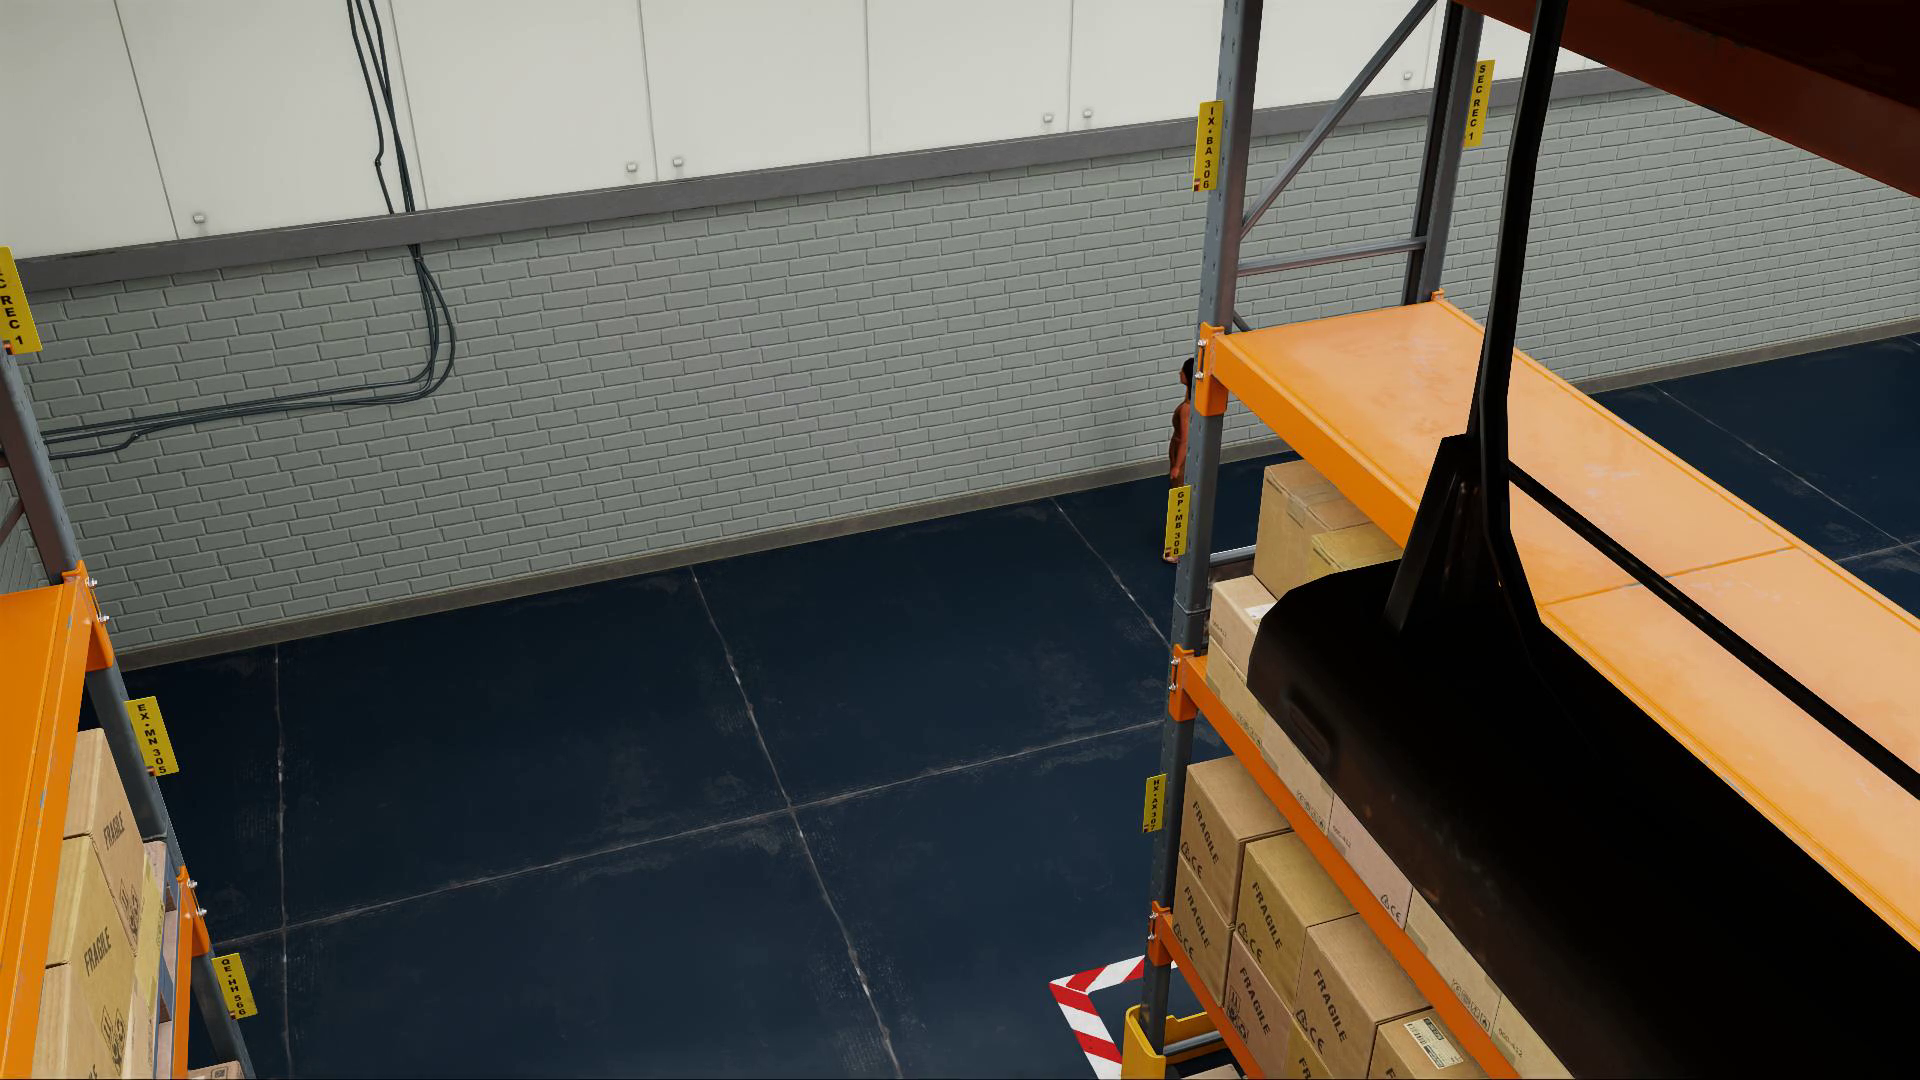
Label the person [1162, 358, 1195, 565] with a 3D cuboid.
[{"bbox_3d":[1.705,-0.598,12.433,0.697,1.690,0.627,12,34,18],"label":"person"}]
